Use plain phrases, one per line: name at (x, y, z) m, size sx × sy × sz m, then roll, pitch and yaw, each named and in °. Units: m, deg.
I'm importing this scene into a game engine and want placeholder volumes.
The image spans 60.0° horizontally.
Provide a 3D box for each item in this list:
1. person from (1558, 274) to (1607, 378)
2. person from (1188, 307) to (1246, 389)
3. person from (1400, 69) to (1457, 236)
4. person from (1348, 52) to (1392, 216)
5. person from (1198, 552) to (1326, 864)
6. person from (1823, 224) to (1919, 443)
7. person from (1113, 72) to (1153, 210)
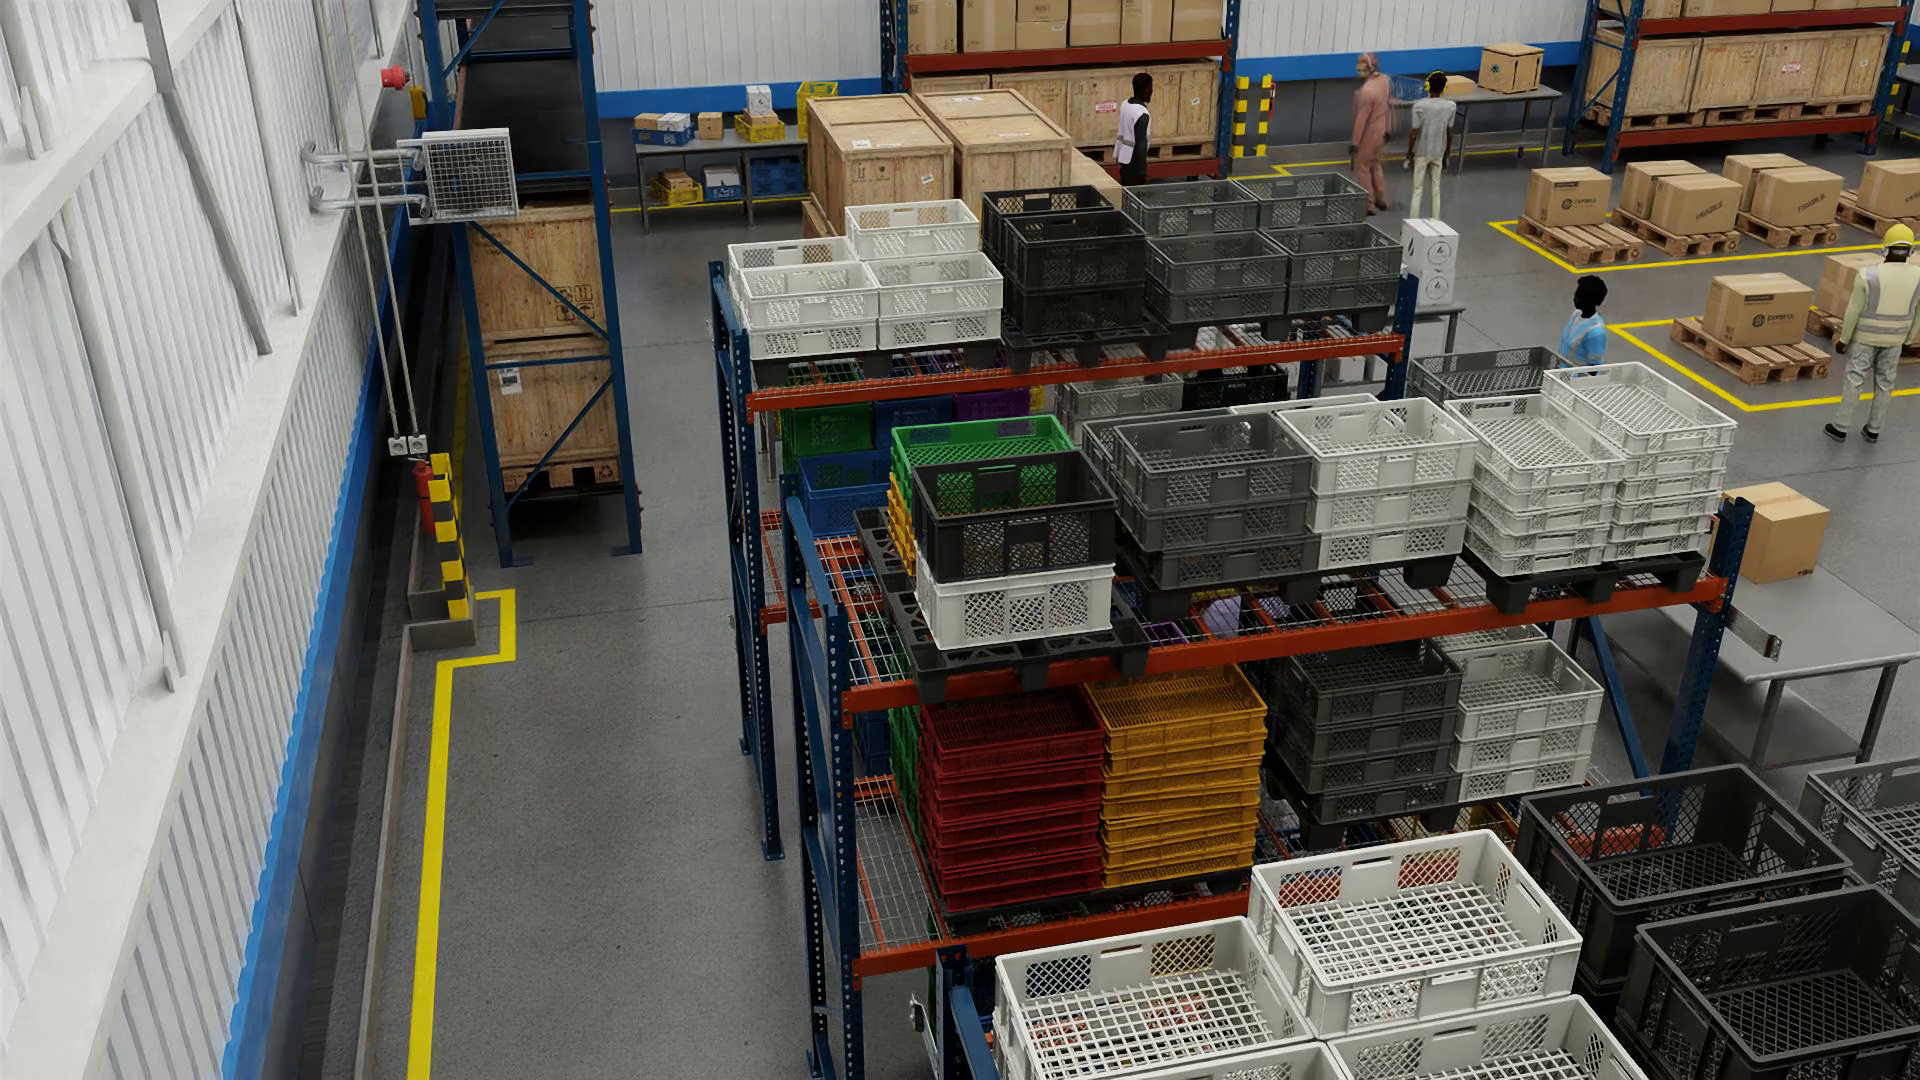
person at (4.735, -1.218, 12.808) m, size 0.316 × 1.695 × 0.542 m, roll 0°, pitch 28°, yaw 0°
person at (1.912, -1.211, 12.637) m, size 0.659 × 1.860 × 0.653 m, roll -21°, pitch 34°, yaw -34°
person at (5.151, -4.226, 18.330) m, size 0.520 × 1.874 × 0.332 m, roll -2°, pitch 28°, yaw -3°
person at (4.727, -4.683, 19.203) m, size 0.473 × 1.870 × 0.725 m, roll 18°, pitch 33°, yaw 30°
person at (1.535, 0.866, 8.606) m, size 0.634 × 1.933 × 0.371 m, roll -1°, pitch 28°, yaw -3°
person at (7.449, -1.661, 13.518) m, size 0.591 × 1.821 × 0.404 m, roll 4°, pitch 28°, yaw 7°
person at (1.873, -4.097, 18.075) m, size 0.390 × 1.887 × 0.592 m, roll -7°, pitch 29°, yaw -13°
